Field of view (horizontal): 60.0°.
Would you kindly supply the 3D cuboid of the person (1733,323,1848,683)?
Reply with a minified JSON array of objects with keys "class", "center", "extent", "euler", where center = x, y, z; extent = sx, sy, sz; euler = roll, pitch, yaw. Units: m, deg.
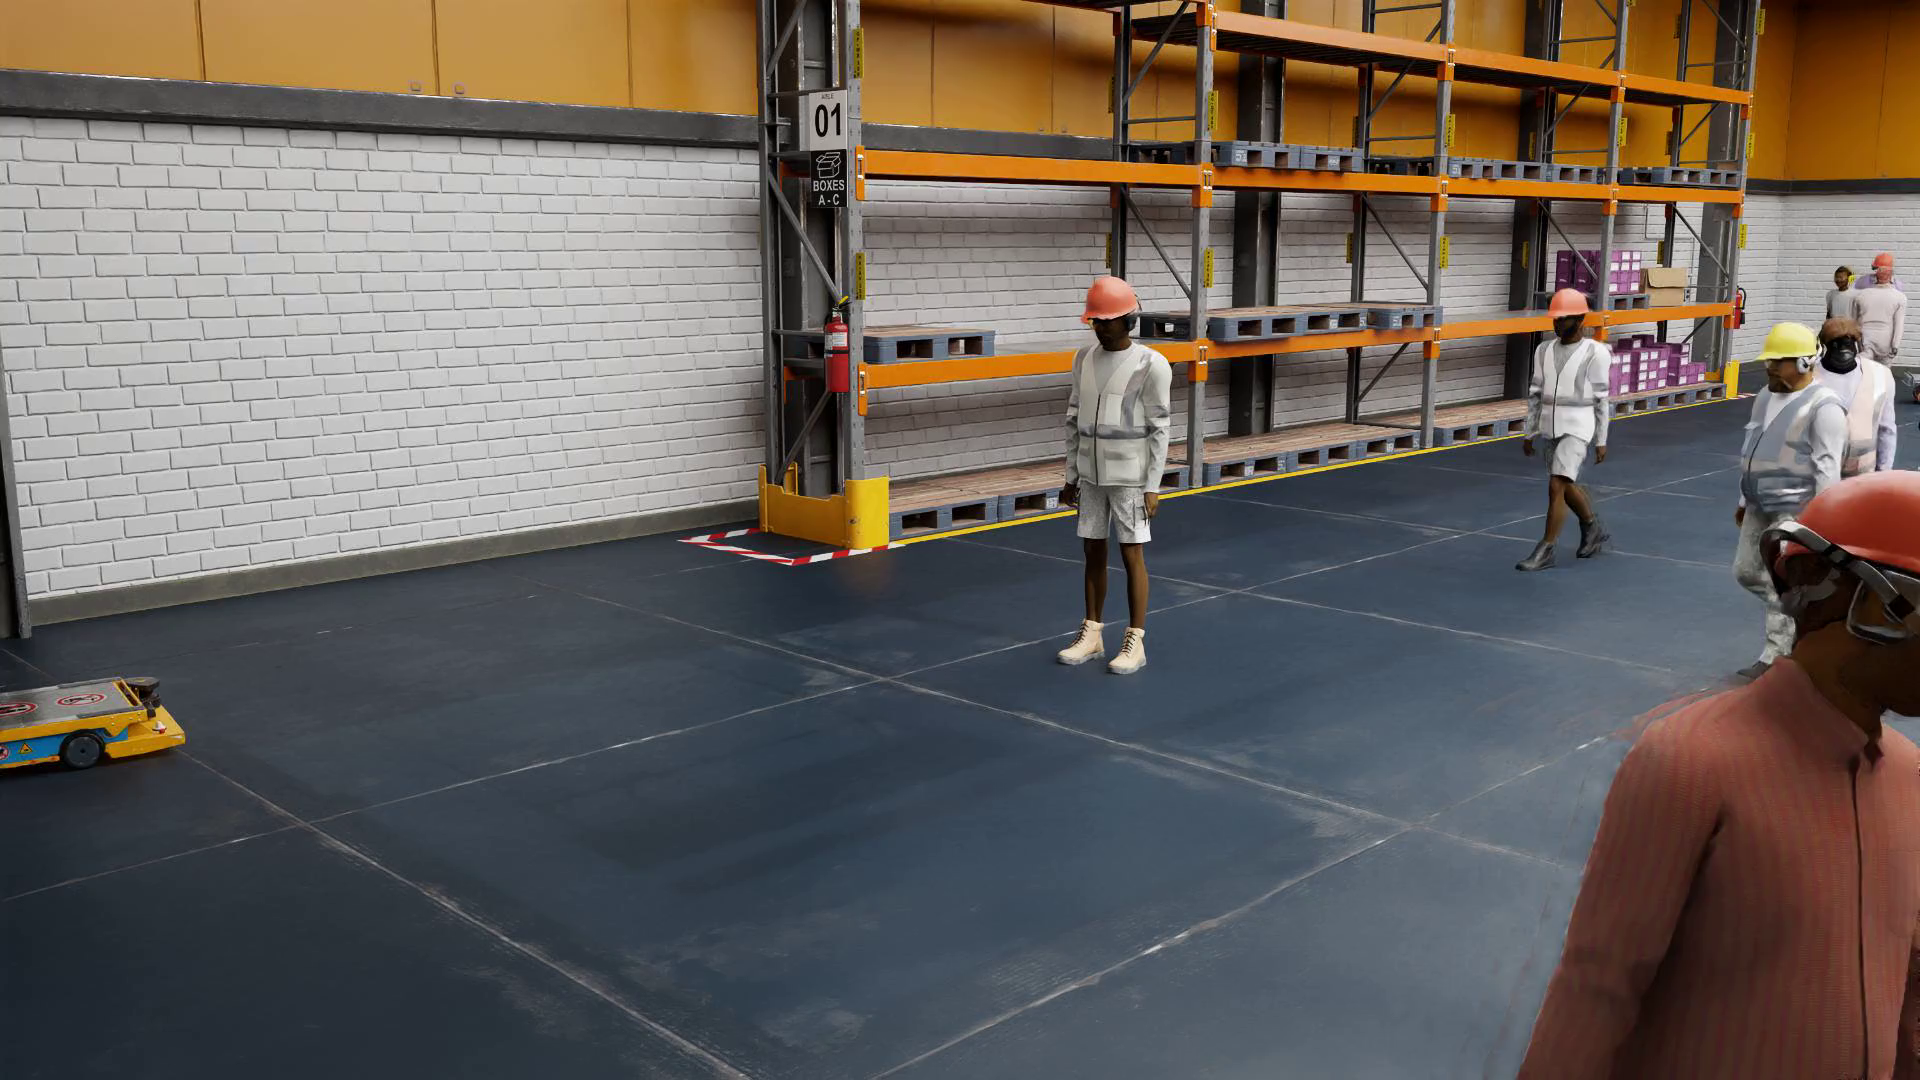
[{"class":"person","center":[4.211,-0.185,8.382],"extent":[0.543,1.813,0.637],"euler":[-2,11,-9]}]

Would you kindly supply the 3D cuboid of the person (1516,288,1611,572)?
[{"class":"person","center":[4.156,-0.759,11.293],"extent":[0.946,1.902,0.556],"euler":[-7,12,-33]}]

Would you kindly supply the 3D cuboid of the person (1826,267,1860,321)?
[{"class":"person","center":[11.934,-2.782,22.532],"extent":[0.992,1.819,0.503],"euler":[-9,14,-40]}]

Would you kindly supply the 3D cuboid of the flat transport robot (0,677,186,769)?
[{"class":"flat transport robot","center":[-4.131,0.827,7.058],"extent":[1.431,0.197,0.652],"euler":[-7,13,-35]}]

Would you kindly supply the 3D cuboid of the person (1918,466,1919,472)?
[{"class":"person","center":[5.257,-0.244,8.596],"extent":[0.604,1.842,0.931],"euler":[-1,10,-6]}]

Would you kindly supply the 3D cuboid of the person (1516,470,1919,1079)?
[{"class":"person","center":[1.069,0.870,2.300],"extent":[0.714,1.930,0.392],"euler":[-6,12,-29]}]

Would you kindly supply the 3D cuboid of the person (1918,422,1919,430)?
[{"class":"person","center":[7.507,-0.997,12.496],"extent":[0.587,1.926,0.368],"euler":[-1,10,-4]}]

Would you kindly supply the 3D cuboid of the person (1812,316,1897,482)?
[{"class":"person","center":[4.864,-0.366,9.392],"extent":[0.644,1.812,0.655],"euler":[1,10,6]}]

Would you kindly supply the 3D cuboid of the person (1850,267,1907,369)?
[{"class":"person","center":[11.442,-2.488,20.825],"extent":[0.644,1.860,0.952],"euler":[8,13,39]}]

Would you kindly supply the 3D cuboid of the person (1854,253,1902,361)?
[{"class":"person","center":[12.808,-3.036,23.414],"extent":[0.494,1.996,0.707],"euler":[-10,14,-44]}]

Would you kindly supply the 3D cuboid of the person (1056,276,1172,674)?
[{"class":"person","center":[0.773,-0.326,8.544],"extent":[0.605,2.034,0.394],"euler":[9,14,39]}]
